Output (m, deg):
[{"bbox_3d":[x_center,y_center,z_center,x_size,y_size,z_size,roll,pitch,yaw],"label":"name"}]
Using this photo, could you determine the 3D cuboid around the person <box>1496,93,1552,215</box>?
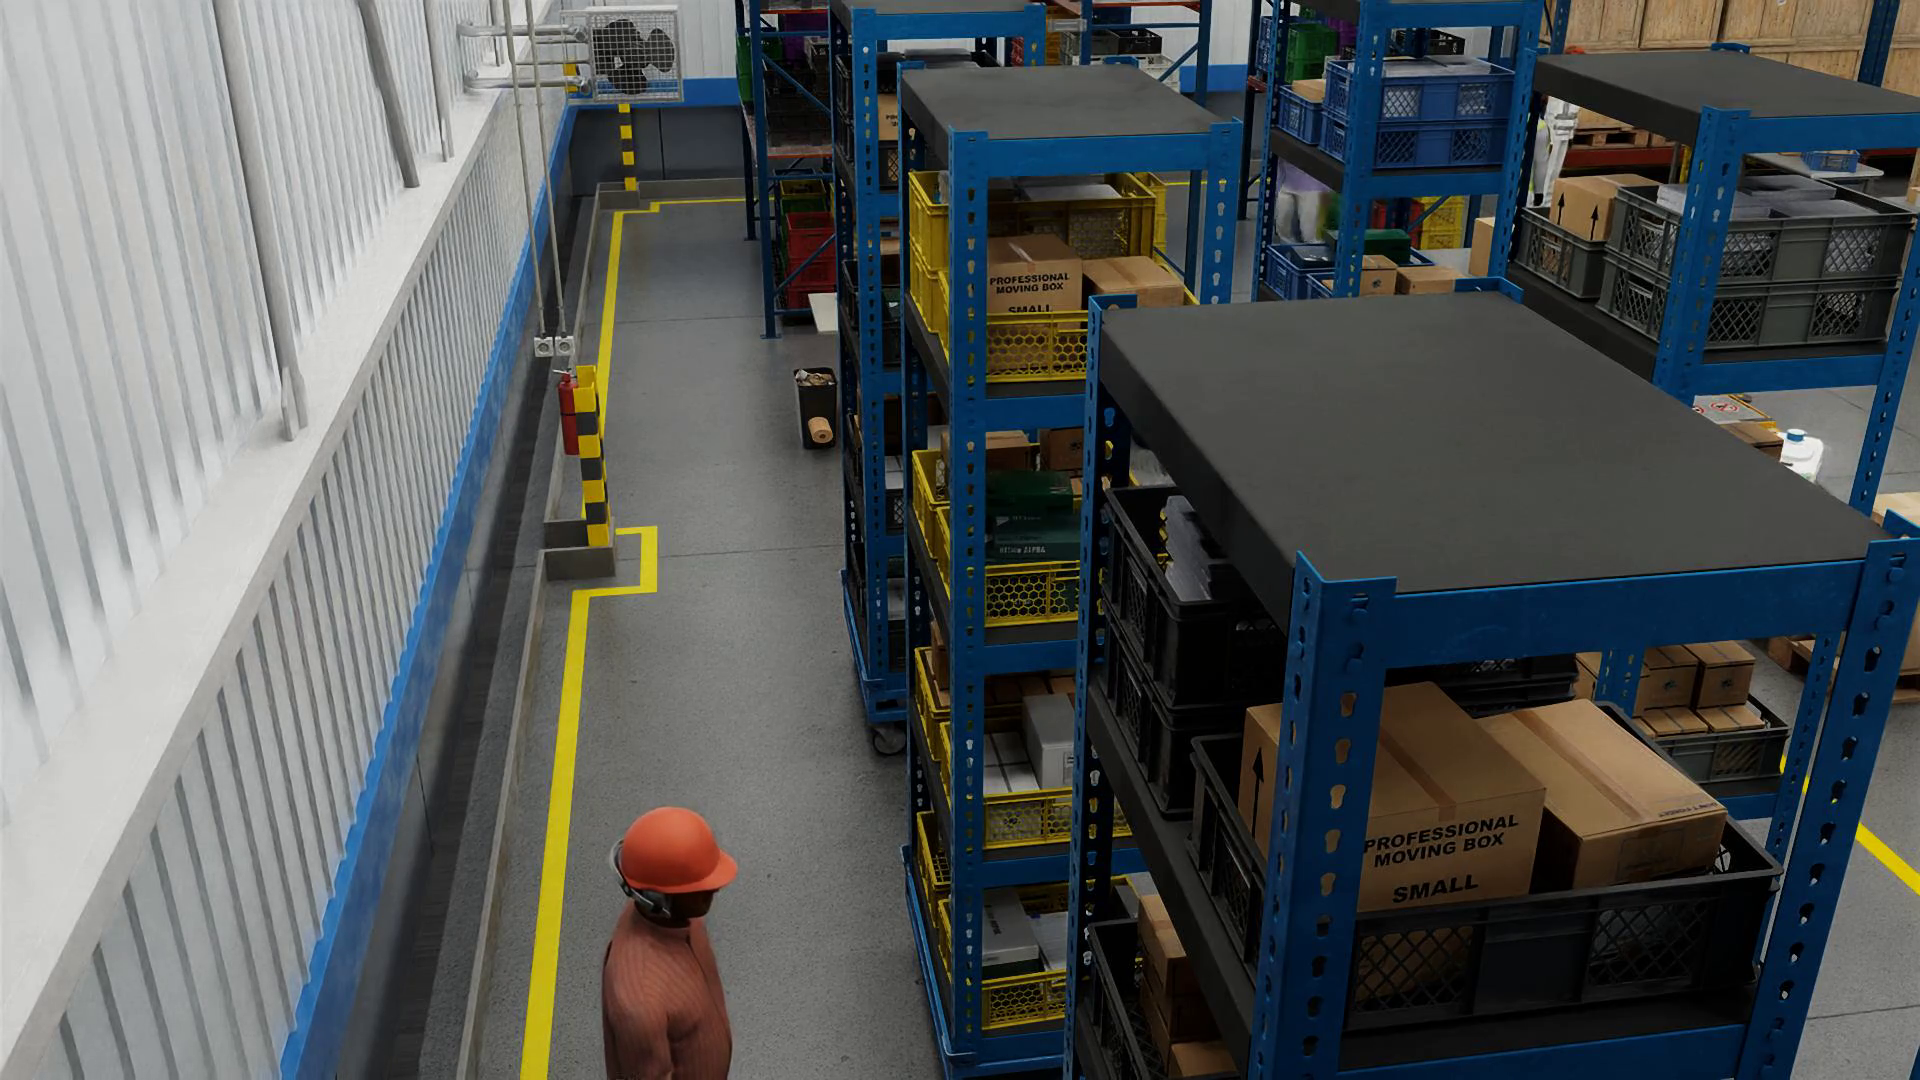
[{"bbox_3d":[5.289,-3.341,15.668,0.430,1.841,0.619,-10,27,-22],"label":"person"}]

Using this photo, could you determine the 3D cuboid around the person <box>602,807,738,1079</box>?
[{"bbox_3d":[-0.790,1.610,4.739,0.417,1.985,0.618,0,25,0],"label":"person"}]

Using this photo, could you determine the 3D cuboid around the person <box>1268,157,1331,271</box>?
[{"bbox_3d":[3.151,-3.215,15.343,0.360,1.894,0.713,-18,30,-33],"label":"person"}]

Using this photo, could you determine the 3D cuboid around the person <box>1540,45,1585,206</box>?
[{"bbox_3d":[6.357,-4.282,17.659,0.359,1.882,0.575,21,32,38],"label":"person"}]
